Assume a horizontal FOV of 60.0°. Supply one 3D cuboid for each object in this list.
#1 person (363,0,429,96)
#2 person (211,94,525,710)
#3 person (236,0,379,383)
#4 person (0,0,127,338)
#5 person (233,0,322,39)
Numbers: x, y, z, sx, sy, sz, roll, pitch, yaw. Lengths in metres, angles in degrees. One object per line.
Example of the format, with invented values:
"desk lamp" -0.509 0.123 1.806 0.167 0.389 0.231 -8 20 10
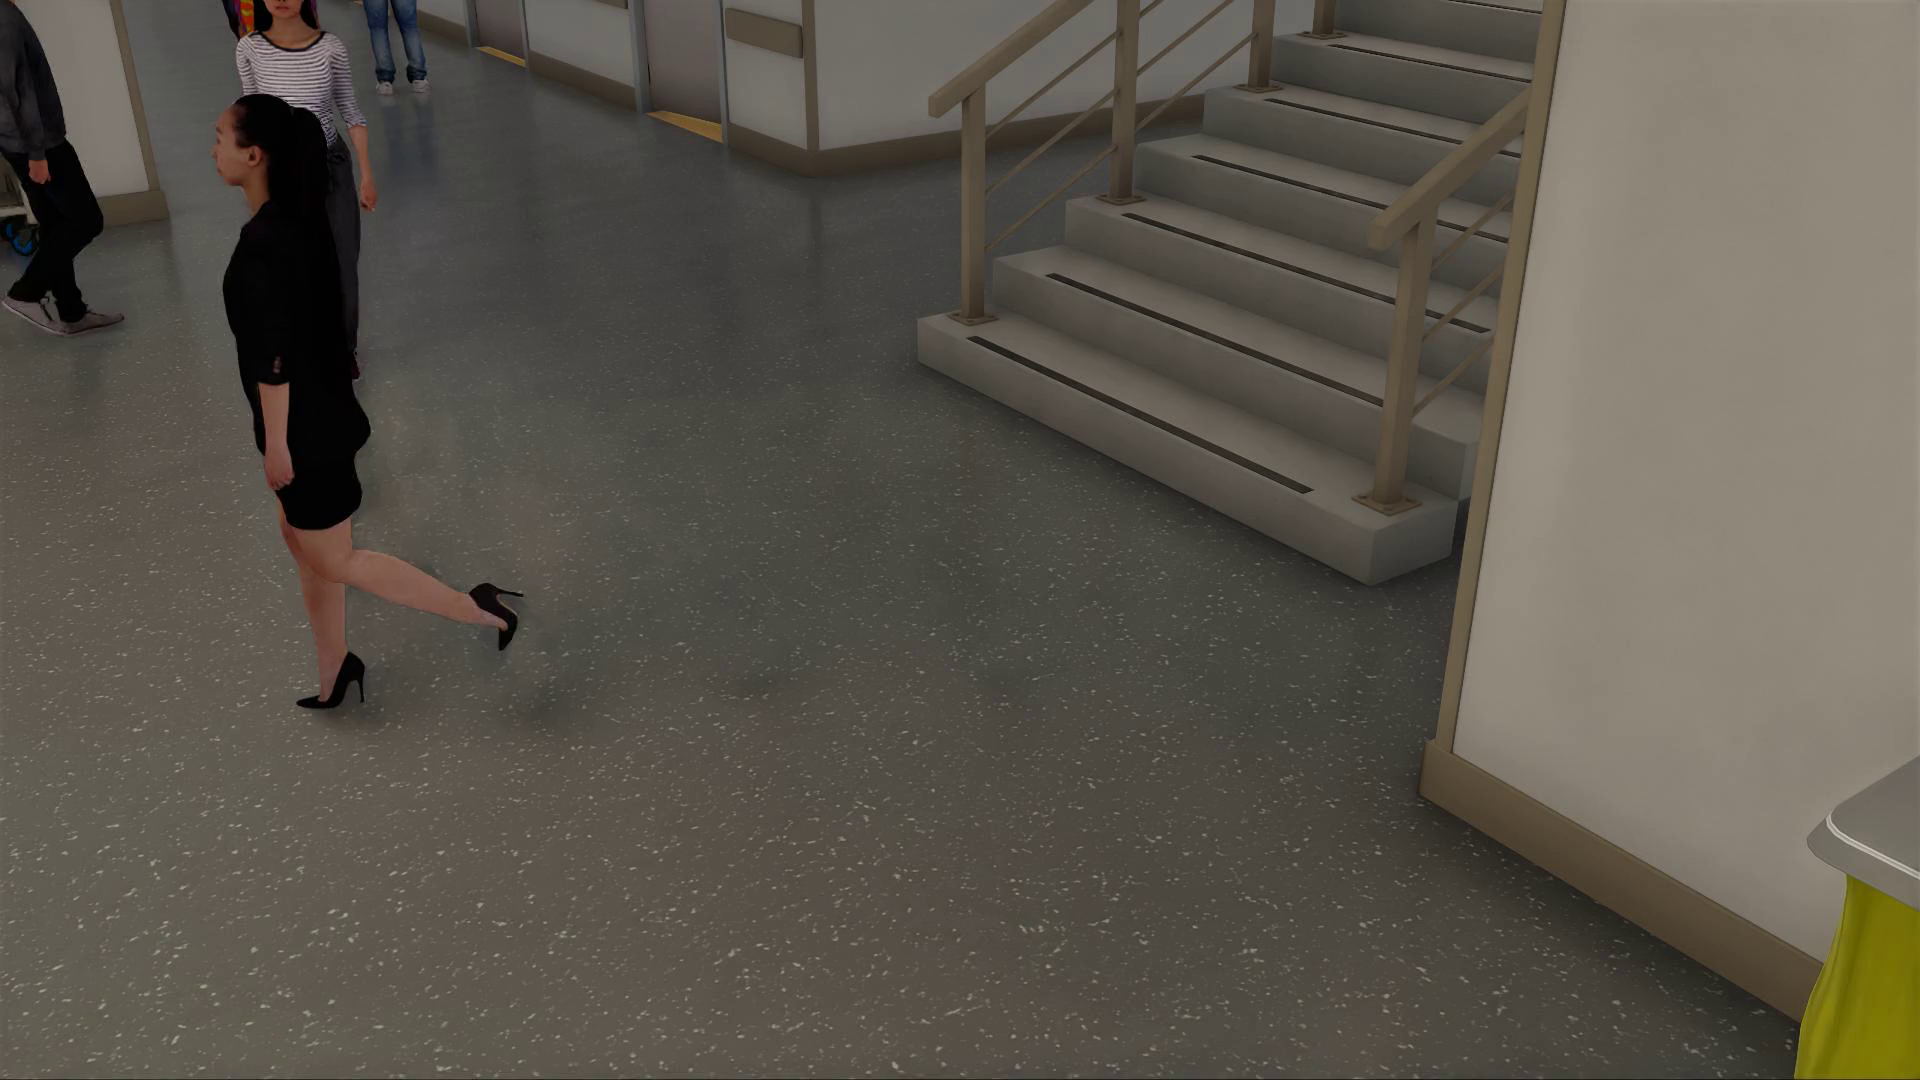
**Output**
"person" -4.303 -4.268 12.406 0.587 1.815 0.742 -10 27 -19
"person" -1.577 -0.276 4.285 0.975 1.677 0.803 -5 26 -10
"person" -2.615 -1.477 6.727 0.710 1.720 0.786 -7 27 -14
"person" -4.069 -1.701 7.155 0.783 1.751 0.685 -22 33 -37
"person" -4.394 -3.329 10.637 0.786 1.658 0.855 -5 26 -10
